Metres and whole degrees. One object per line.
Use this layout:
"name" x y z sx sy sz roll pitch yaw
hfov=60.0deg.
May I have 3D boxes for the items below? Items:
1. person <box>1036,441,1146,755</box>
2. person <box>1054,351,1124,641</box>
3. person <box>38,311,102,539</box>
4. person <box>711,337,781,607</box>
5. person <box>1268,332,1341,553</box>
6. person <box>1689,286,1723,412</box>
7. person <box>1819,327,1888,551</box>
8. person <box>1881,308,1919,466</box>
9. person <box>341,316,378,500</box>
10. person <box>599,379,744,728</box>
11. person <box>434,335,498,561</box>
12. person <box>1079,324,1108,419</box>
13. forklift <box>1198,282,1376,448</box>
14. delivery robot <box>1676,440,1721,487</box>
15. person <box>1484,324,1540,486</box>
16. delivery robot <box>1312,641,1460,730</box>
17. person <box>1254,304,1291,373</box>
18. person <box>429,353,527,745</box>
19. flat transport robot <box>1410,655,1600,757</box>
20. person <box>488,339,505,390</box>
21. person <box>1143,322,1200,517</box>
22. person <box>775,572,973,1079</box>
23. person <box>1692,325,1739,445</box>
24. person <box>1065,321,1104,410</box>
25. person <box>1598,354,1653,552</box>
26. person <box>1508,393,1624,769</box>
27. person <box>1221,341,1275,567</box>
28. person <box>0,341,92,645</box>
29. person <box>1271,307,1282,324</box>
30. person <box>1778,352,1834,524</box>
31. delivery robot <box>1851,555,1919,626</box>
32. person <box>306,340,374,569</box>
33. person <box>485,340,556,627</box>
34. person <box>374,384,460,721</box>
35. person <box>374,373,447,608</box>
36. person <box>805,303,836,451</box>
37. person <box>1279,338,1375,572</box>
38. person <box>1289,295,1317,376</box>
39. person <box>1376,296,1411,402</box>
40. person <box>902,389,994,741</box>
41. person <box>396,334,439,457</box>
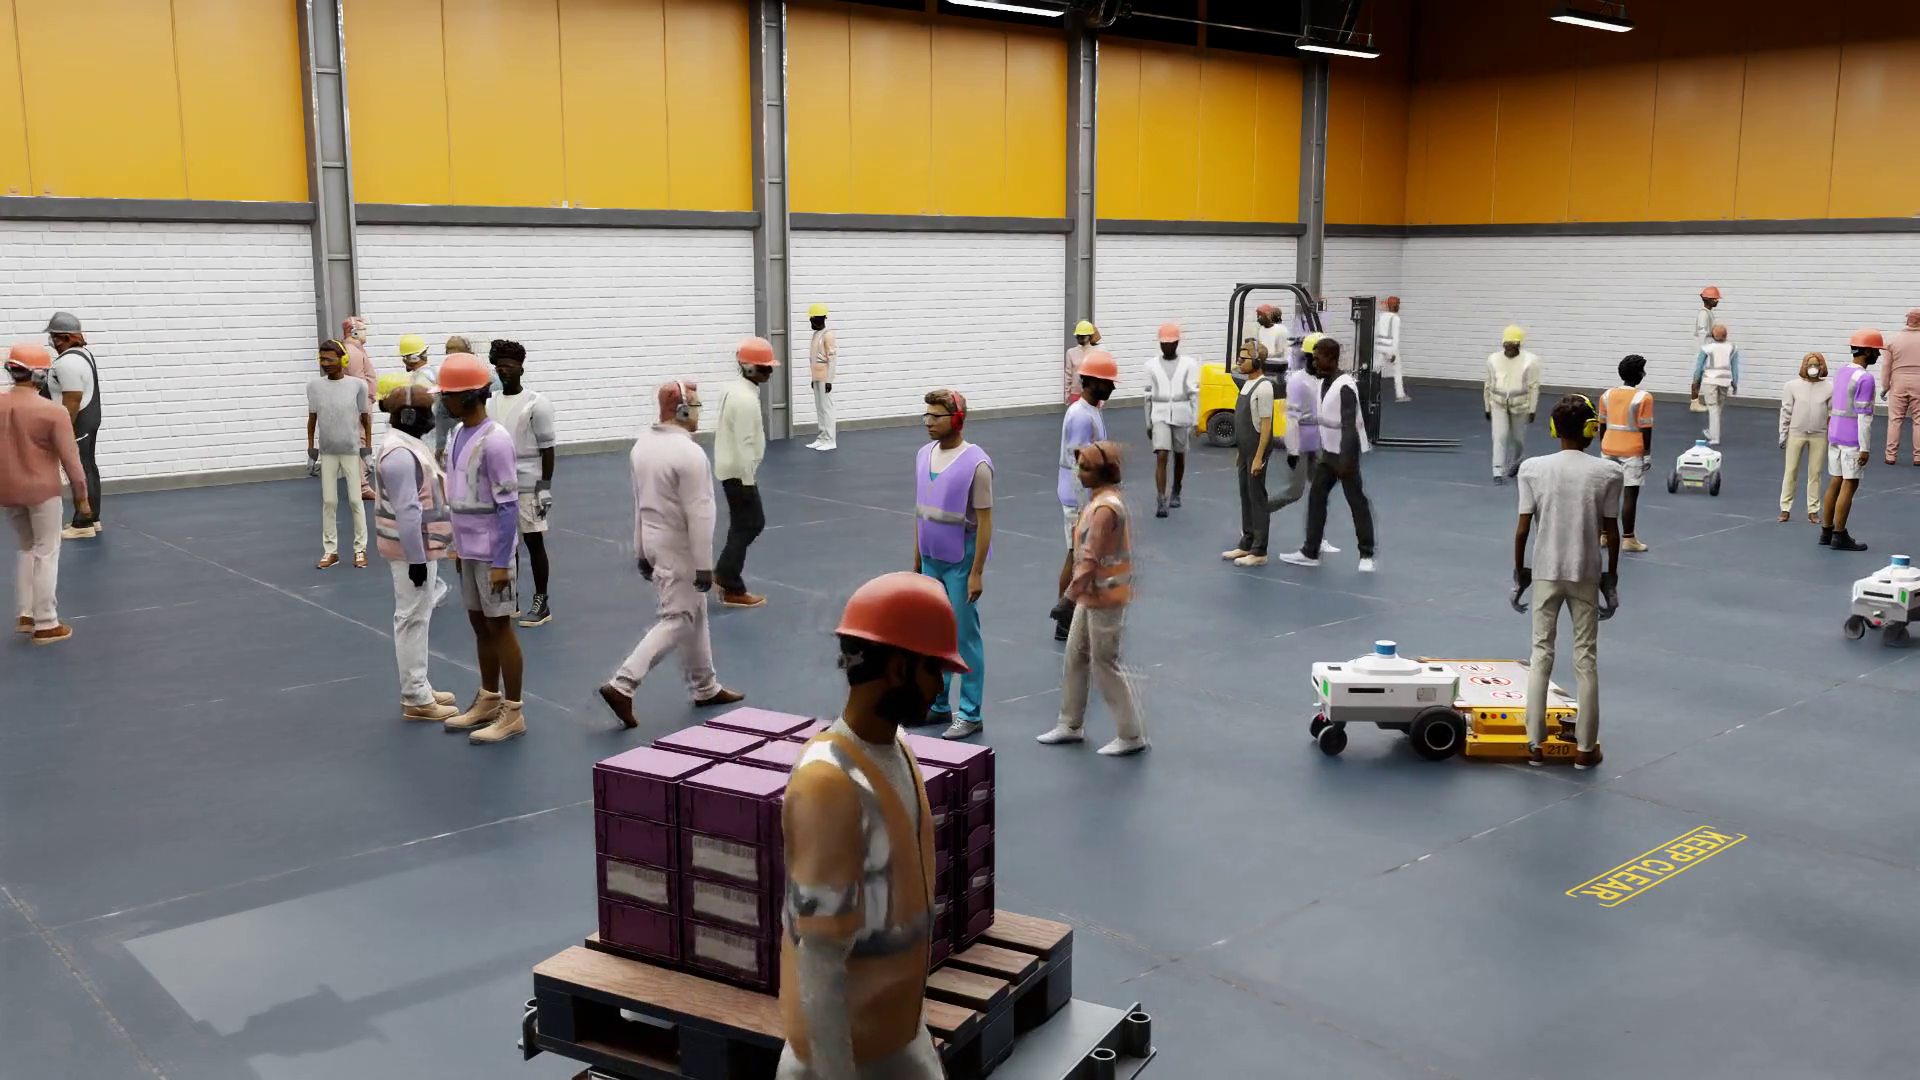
"person" 0.701 0.306 8.394 0.550 1.615 0.533 0 10 -2
"person" 0.857 -0.282 10.968 0.419 1.920 0.546 2 10 12
"person" -8.058 -1.039 15.024 0.538 2.000 0.683 -3 10 -16
"person" -1.521 -0.475 11.957 0.495 1.964 0.672 -1 10 -8
"person" 2.895 -0.842 14.319 0.786 1.899 0.606 8 12 37
"person" 12.169 -3.107 27.125 0.392 2.041 0.615 5 11 27
"person" 7.728 -0.867 14.367 0.390 1.930 0.539 0 10 2
"person" 11.519 -1.849 20.155 0.637 1.911 0.403 7 12 34
"person" -6.262 -1.372 17.354 0.409 1.913 0.642 -6 11 -32
"person" -1.589 0.064 9.062 0.889 1.878 0.654 -7 12 -36
"person" -4.056 -0.802 14.110 0.654 1.904 0.910 6 11 32
"person" 1.738 -2.049 22.130 0.500 1.632 0.286 7 12 36
"forklift" 4.328 -2.346 22.227 2.313 2.155 1.214 3 10 16
"delivery robot" 7.934 -0.826 17.848 0.477 0.478 0.707 6 12 33
"person" 6.182 -1.526 18.638 0.591 1.798 0.846 5 11 25
"delivery robot" 2.178 0.761 8.551 0.707 0.478 0.477 0 10 2
"person" 4.405 -2.385 23.432 0.616 1.852 0.569 10 14 44
"person" -2.506 0.048 8.663 0.395 2.040 0.609 -7 12 -37
"flat transport robot" 2.896 0.874 8.994 0.652 0.197 1.431 0 10 2
"person" -4.634 -1.185 16.878 0.318 1.700 0.535 -1 10 -4
"person" 2.091 -1.208 16.458 0.562 1.901 0.963 1 10 8
"person" -0.302 1.001 3.583 0.926 1.881 0.587 3 10 19
"person" 10.191 -2.105 22.524 0.545 1.595 0.824 0 10 1
"person" 1.498 -1.743 19.951 0.528 1.765 0.328 5 11 25
"person" 5.720 -0.745 14.308 0.320 1.695 0.537 -5 11 -28
"person" 2.997 0.206 8.253 0.520 1.865 0.335 4 10 22
"person" 2.389 -0.707 13.650 0.344 1.846 0.507 -2 10 -10
"person" -6.012 -0.308 10.899 0.659 1.980 0.522 2 10 9
"person" 4.417 -2.410 23.702 0.739 1.821 0.642 0 10 2
"person" 8.064 -0.972 15.824 0.504 1.633 0.279 4 10 22
"delivery robot" 6.199 0.345 10.992 0.707 0.478 0.477 -9 13 -41
"person" -5.039 -0.694 13.519 0.534 1.864 0.310 -1 10 -7
"person" -3.057 -0.389 11.428 0.613 1.965 0.361 5 11 25
"person" -2.980 0.065 9.145 0.429 1.844 0.621 -3 10 -18
"person" -3.911 -0.325 11.762 0.406 1.714 0.523 -9 13 -43
"person" -1.823 -2.133 21.759 0.375 1.925 0.595 -5 11 -25
"person" 3.034 -0.685 13.464 0.708 1.876 0.621 -2 10 -11
"person" 6.034 -3.361 29.152 0.985 1.867 0.636 -4 11 -25
"person" 7.405 -3.303 28.869 0.957 1.850 0.591 -5 11 -25
"person" -0.041 0.121 8.798 0.389 1.846 0.564 -8 13 -40
"person" -4.956 -0.977 15.302 0.404 1.822 0.586 -3 10 -15
